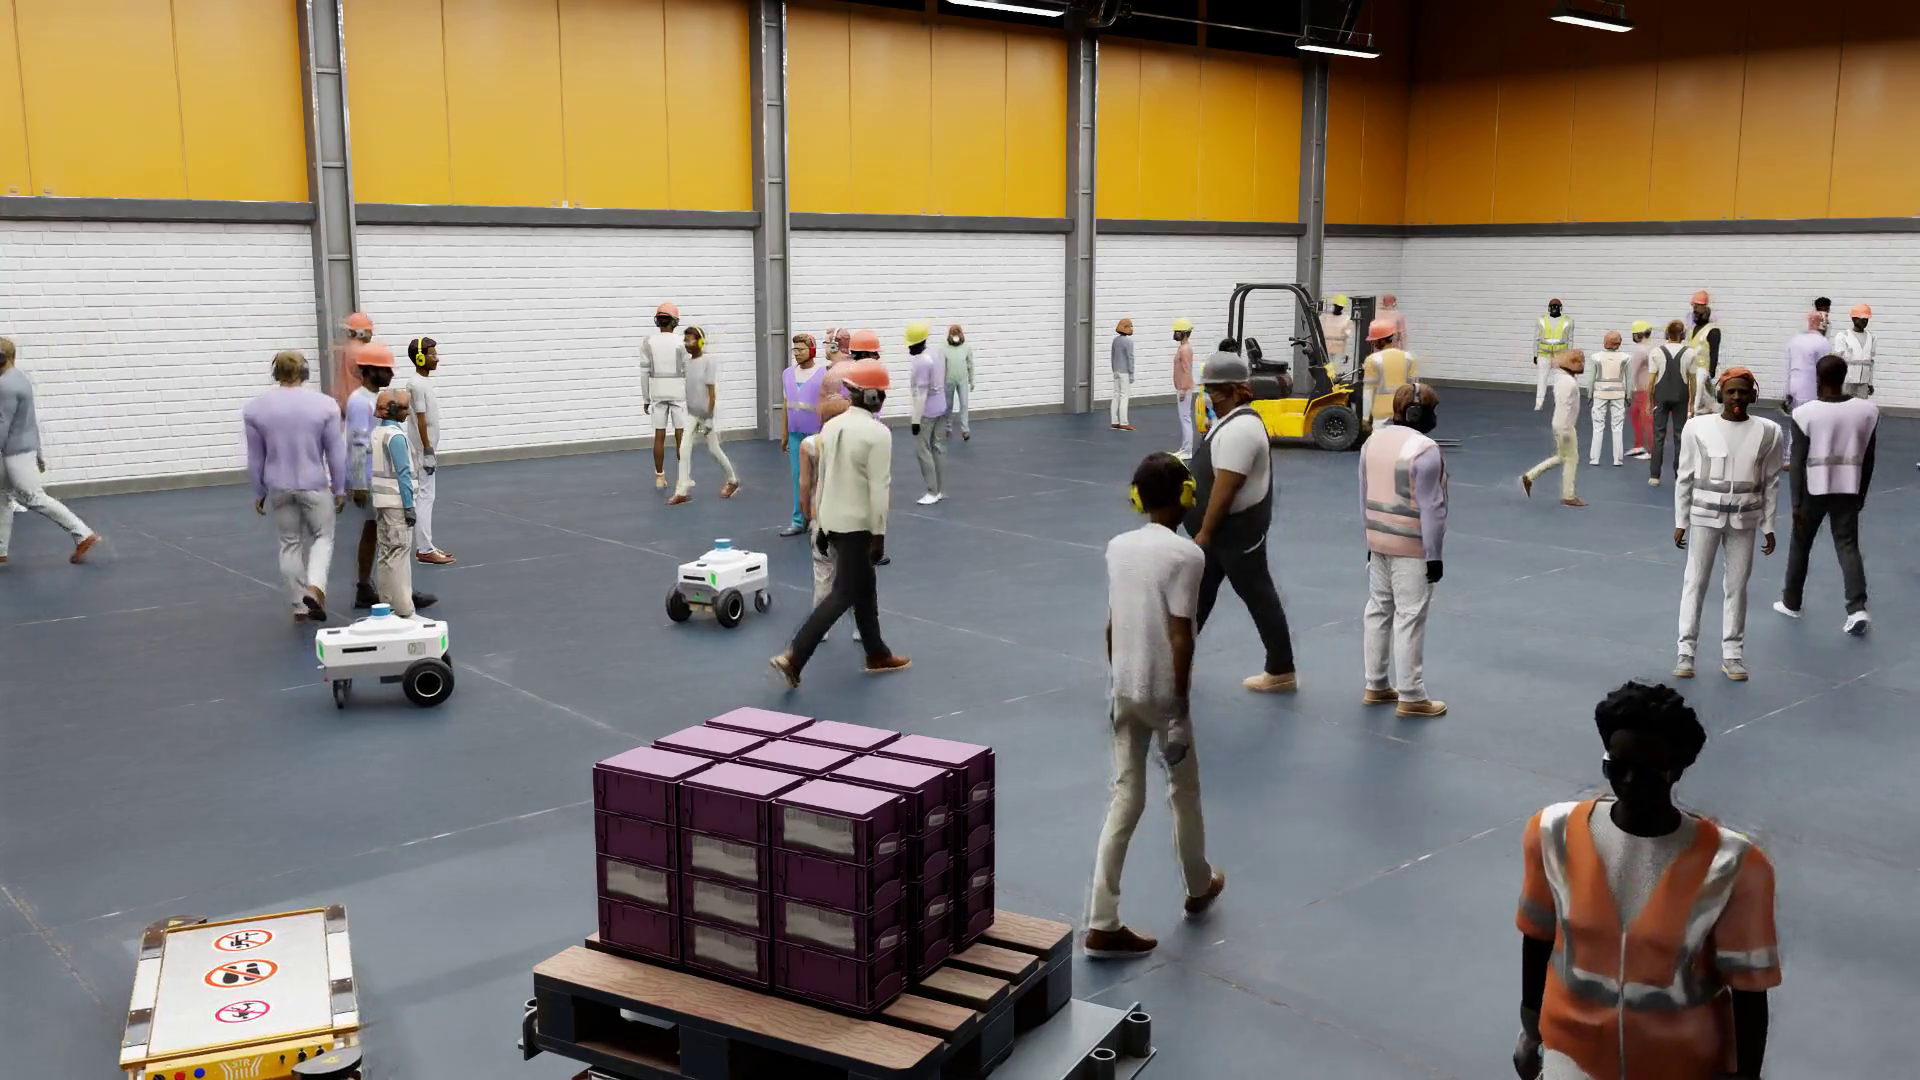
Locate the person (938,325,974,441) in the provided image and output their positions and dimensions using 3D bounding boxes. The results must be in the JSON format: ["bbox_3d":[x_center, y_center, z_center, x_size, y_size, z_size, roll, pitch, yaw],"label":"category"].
[{"bbox_3d":[-0.060,-2.156,22.893,0.533,1.578,0.864,-1,10,-8],"label":"person"}]

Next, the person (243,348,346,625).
[{"bbox_3d":[-4.507,-0.340,11.302,0.635,1.921,0.532,-2,10,-11],"label":"person"}]

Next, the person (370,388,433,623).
[{"bbox_3d":[-3.879,-0.226,11.438,0.310,1.640,0.514,-7,12,-37],"label":"person"}]

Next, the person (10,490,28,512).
[{"bbox_3d":[-9.423,-1.119,16.387,0.495,1.739,0.361,4,10,21],"label":"person"}]

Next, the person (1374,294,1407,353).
[{"bbox_3d":[7.350,-3.279,28.578,0.682,1.887,0.479,7,12,35],"label":"person"}]

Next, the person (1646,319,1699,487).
[{"bbox_3d":[7.823,-1.496,18.308,0.516,1.845,0.359,4,11,23],"label":"person"}]

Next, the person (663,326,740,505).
[{"bbox_3d":[-2.636,-1.290,17.165,0.535,1.821,0.953,7,12,37],"label":"person"}]

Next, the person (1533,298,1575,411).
[{"bbox_3d":[9.702,-3.025,27.234,0.627,1.844,0.429,4,10,21],"label":"person"}]

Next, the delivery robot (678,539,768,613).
[{"bbox_3d":[-1.652,0.237,11.623,0.477,0.478,0.707,5,11,26],"label":"delivery robot"}]

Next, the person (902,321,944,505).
[{"bbox_3d":[-0.358,-1.315,17.136,0.393,1.877,0.740,1,10,7],"label":"person"}]

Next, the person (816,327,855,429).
[{"bbox_3d":[-1.069,-0.916,14.695,0.404,1.909,0.636,3,10,15],"label":"person"}]

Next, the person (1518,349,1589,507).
[{"bbox_3d":[6.075,-1.140,16.883,0.611,1.614,0.506,2,10,12],"label":"person"}]

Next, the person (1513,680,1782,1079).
[{"bbox_3d":[1.441,1.112,3.569,0.544,1.647,0.861,6,11,32],"label":"person"}]

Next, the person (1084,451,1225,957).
[{"bbox_3d":[0.742,0.587,6.151,0.899,1.815,0.543,-9,13,-41],"label":"person"}]

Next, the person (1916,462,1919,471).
[{"bbox_3d":[11.399,-1.598,18.870,0.961,1.838,0.588,-1,10,-7],"label":"person"}]

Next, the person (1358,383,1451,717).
[{"bbox_3d":[2.474,0.052,9.235,0.430,1.840,0.621,-4,10,-21],"label":"person"}]

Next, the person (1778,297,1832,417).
[{"bbox_3d":[13.288,-2.838,25.949,0.582,1.916,1.011,-3,10,-16],"label":"person"}]

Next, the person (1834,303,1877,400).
[{"bbox_3d":[11.378,-2.036,21.153,0.545,1.941,0.350,-1,10,-6],"label":"person"}]

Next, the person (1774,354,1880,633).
[{"bbox_3d":[5.958,-0.328,11.355,0.601,1.880,0.976,1,10,6],"label":"person"}]

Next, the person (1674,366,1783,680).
[{"bbox_3d":[4.587,-0.098,9.974,0.573,1.883,0.355,3,10,16],"label":"person"}]

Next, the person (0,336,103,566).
[{"bbox_3d":[-7.606,-0.716,13.564,0.966,1.908,0.624,-5,11,-27],"label":"person"}]

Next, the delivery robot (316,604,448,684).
[{"bbox_3d":[-3.283,0.607,9.456,0.707,0.478,0.477,-3,10,-19],"label":"delivery robot"}]

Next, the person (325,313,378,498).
[{"bbox_3d":[-6.353,-1.420,17.572,1.085,1.937,0.632,-7,12,-35],"label":"person"}]

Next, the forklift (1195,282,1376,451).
[{"bbox_3d":[4.328,-2.346,22.227,2.313,2.155,1.214,3,10,16],"label":"forklift"}]

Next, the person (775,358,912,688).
[{"bbox_3d":[-0.696,-0.094,9.792,0.990,1.951,0.627,-8,12,-38],"label":"person"}]

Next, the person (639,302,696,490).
[{"bbox_3d":[-3.154,-1.553,18.053,0.604,2.034,0.386,1,10,4],"label":"person"}]

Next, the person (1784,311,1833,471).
[{"bbox_3d":[10.113,-1.741,19.623,0.775,1.881,0.668,-1,10,-3],"label":"person"}]

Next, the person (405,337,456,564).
[{"bbox_3d":[-4.396,-0.736,13.752,0.328,1.870,0.513,-3,10,-19],"label":"person"}]

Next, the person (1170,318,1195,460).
[{"bbox_3d":[2.759,-1.874,20.717,0.319,1.767,0.534,1,10,5],"label":"person"}]

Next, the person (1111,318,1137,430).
[{"bbox_3d":[2.383,-2.417,24.281,0.279,1.632,0.502,-5,11,-27],"label":"person"}]

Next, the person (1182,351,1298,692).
[{"bbox_3d":[1.520,-0.127,9.680,1.014,2.000,0.692,0,10,1],"label":"person"}]

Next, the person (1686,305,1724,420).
[{"bbox_3d":[11.115,-2.602,24.846,0.798,1.820,0.633,-2,10,-9],"label":"person"}]

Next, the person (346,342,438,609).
[{"bbox_3d":[-4.058,-0.450,11.914,0.701,1.918,0.577,-2,10,-9],"label":"person"}]

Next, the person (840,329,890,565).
[{"bbox_3d":[-0.785,-0.761,13.697,0.362,1.935,0.553,-4,11,-23],"label":"person"}]

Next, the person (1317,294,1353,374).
[{"bbox_3d":[6.337,-3.214,28.200,0.620,1.883,0.652,3,10,20],"label":"person"}]

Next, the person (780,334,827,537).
[{"bbox_3d":[-1.361,-0.933,14.970,0.570,1.844,0.377,6,11,31],"label":"person"}]

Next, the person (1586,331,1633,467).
[{"bbox_3d":[7.834,-1.702,20.078,0.523,1.638,0.310,3,10,18],"label":"person"}]

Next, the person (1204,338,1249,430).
[{"bbox_3d":[2.873,-1.364,18.033,0.536,1.666,0.838,-4,10,-20],"label":"person"}]

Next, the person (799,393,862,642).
[{"bbox_3d":[-0.796,-0.138,10.909,0.516,1.645,0.308,0,10,2],"label":"person"}]

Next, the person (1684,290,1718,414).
[{"bbox_3d":[11.734,-2.967,26.449,0.983,1.982,0.633,-5,11,-29],"label":"person"}]

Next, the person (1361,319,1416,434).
[{"bbox_3d":[4.400,-1.306,17.036,0.662,1.893,0.372,-3,10,-18],"label":"person"}]

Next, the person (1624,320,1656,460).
[{"bbox_3d":[8.504,-1.871,20.792,0.630,1.739,0.526,8,12,38],"label":"person"}]

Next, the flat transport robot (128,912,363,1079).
[{"bbox_3d":[-2.279,1.503,5.311,0.652,0.197,1.431,-4,10,-22],"label":"flat transport robot"}]
